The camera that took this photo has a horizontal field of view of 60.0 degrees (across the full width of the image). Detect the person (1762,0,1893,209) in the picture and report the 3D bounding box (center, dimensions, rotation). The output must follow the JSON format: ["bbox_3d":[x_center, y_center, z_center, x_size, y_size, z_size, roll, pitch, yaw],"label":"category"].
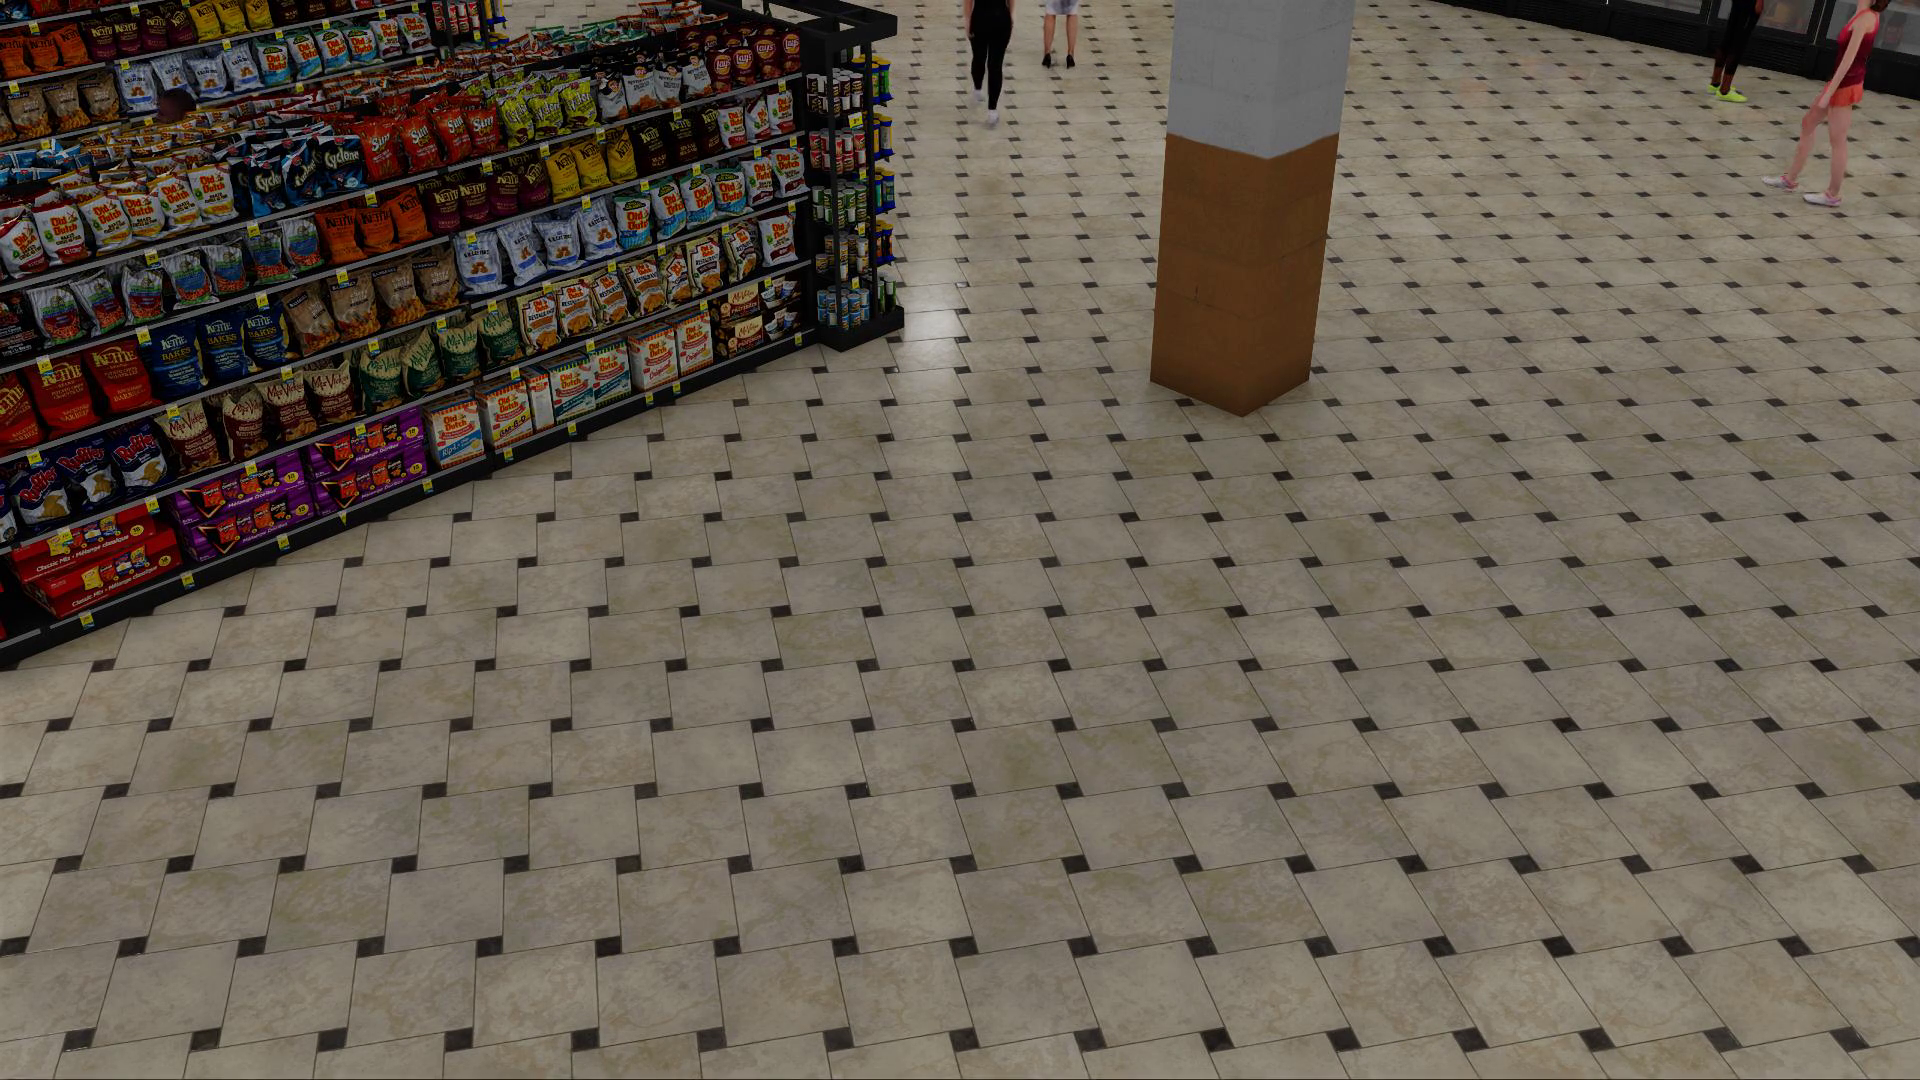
[{"bbox_3d":[6.628,-3.320,12.310,0.753,1.740,0.816,18,36,26],"label":"person"}]

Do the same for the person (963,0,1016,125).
[{"bbox_3d":[0.262,-4.331,14.075,1.099,1.591,1.135,-1,32,-2],"label":"person"}]

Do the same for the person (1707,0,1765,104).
[{"bbox_3d":[6.925,-4.771,14.628,0.701,1.754,0.635,1,32,2],"label":"person"}]

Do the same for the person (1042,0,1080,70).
[{"bbox_3d":[0.973,-5.270,15.435,0.641,1.749,0.697,0,32,0],"label":"person"}]
